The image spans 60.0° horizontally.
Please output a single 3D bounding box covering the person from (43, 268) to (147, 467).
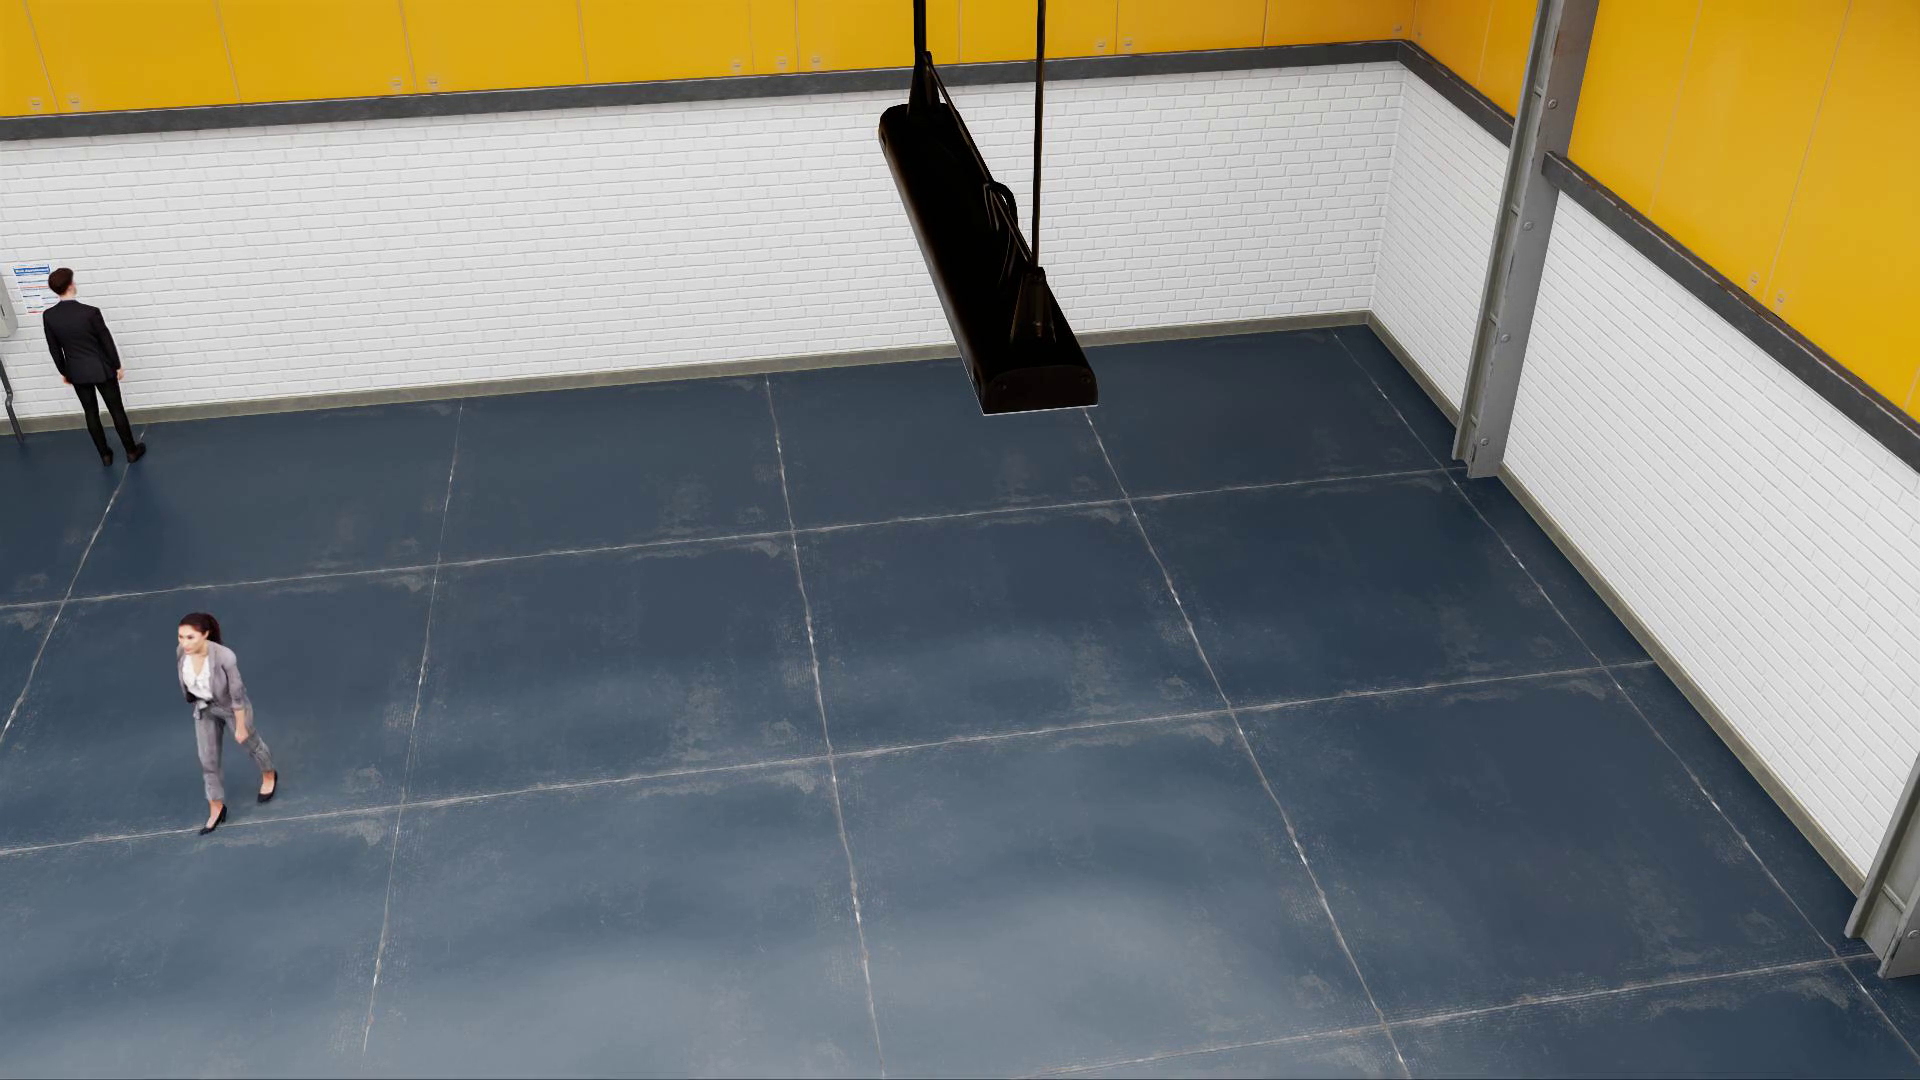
[{"bbox_3d":[-7.815,-1.540,14.942,0.678,1.887,0.588,-6,34,-9],"label":"person"}]

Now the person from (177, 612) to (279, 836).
[{"bbox_3d":[-4.877,1.116,11.160,0.843,1.650,1.006,8,34,12],"label":"person"}]
